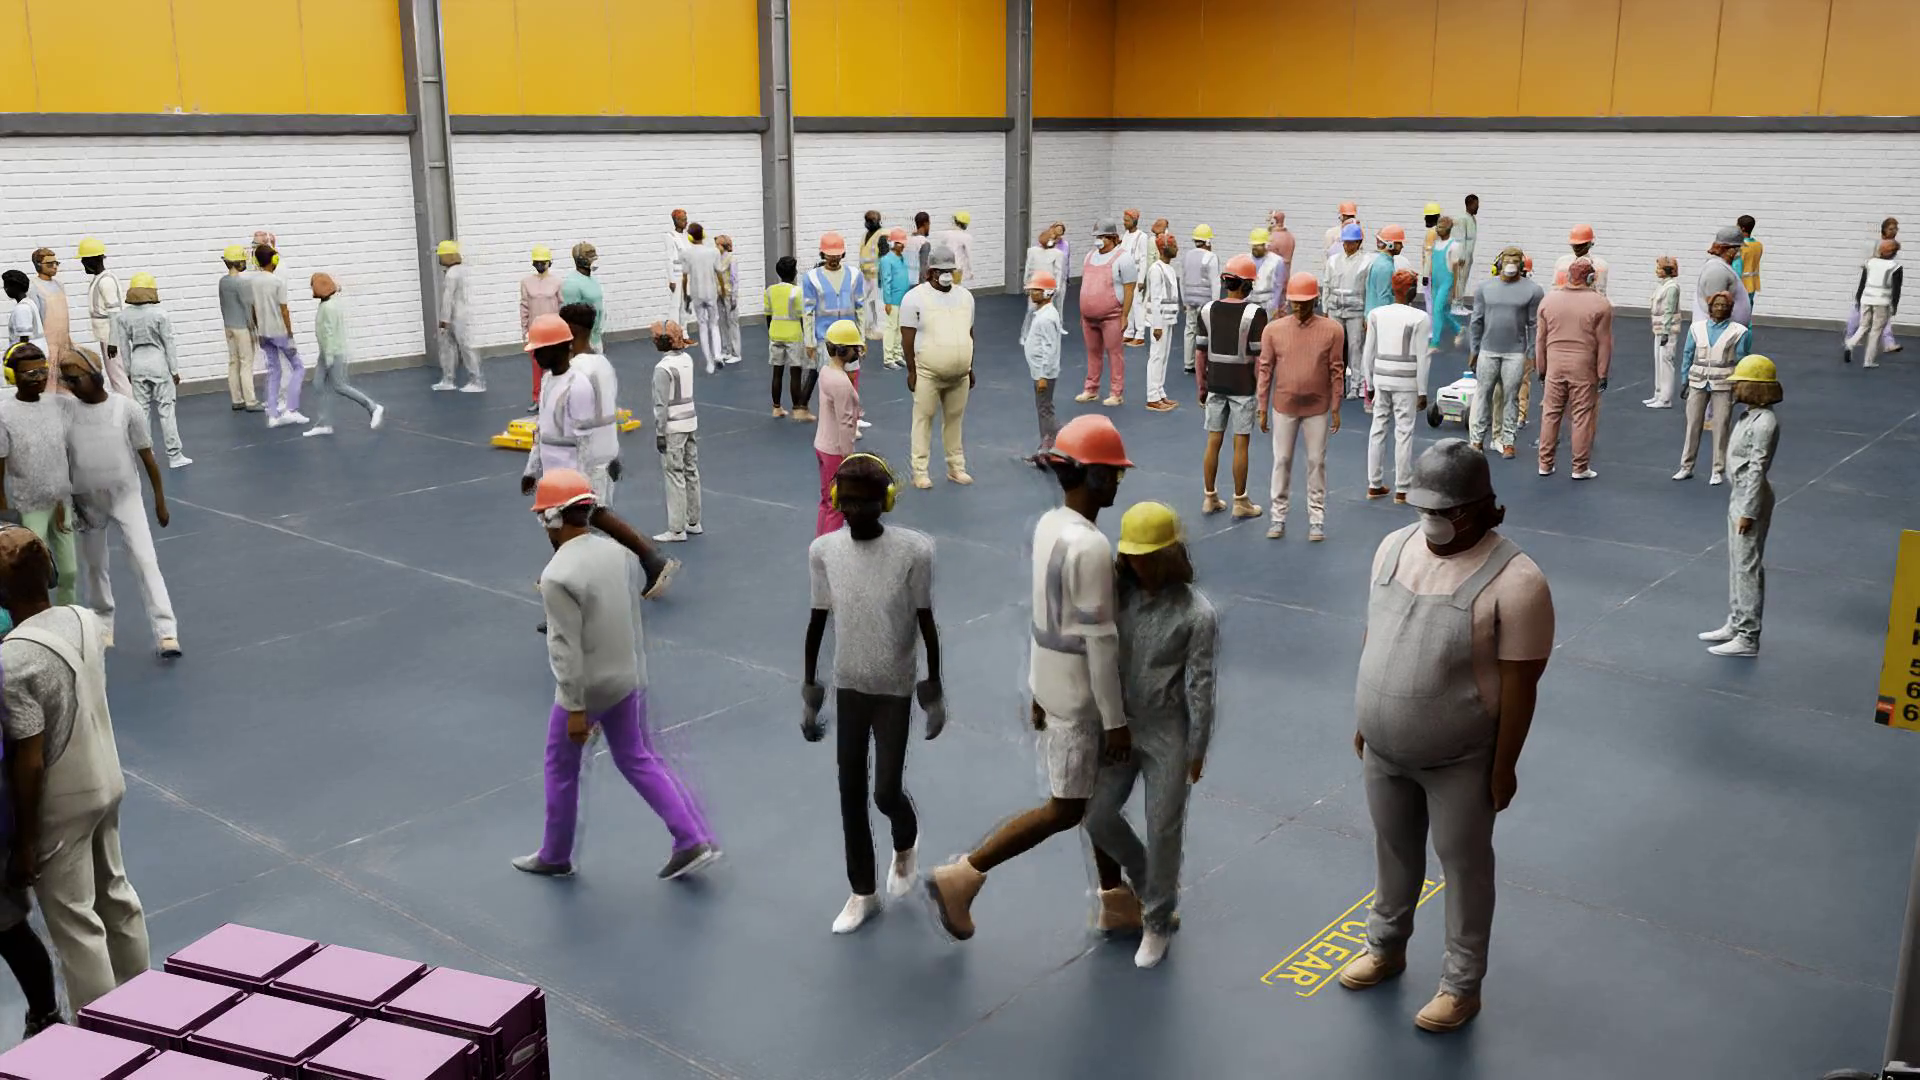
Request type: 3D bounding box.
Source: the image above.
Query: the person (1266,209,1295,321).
[{"bbox_3d":[4.203,-3.456,22.260,0.403,1.904,0.651,10,17,36],"label":"person"}]

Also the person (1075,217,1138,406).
[{"bbox_3d":[1.545,-2.485,18.102,0.688,2.000,0.539,13,19,42],"label":"person"}]

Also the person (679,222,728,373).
[{"bbox_3d":[-3.161,-2.981,20.500,0.570,1.837,0.433,-4,15,-15],"label":"person"}]

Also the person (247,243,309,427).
[{"bbox_3d":[-6.869,-2.068,16.838,0.575,1.841,0.521,6,15,23],"label":"person"}]

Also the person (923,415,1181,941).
[{"bbox_3d":[0.349,0.545,6.075,0.911,2.008,0.624,-1,14,-5],"label":"person"}]

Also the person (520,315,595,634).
[{"bbox_3d":[-2.356,-0.408,10.074,0.553,1.917,0.562,-9,17,-32],"label":"person"}]

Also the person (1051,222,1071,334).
[{"bbox_3d":[1.395,-3.785,24.118,0.523,1.636,0.311,-11,18,-36],"label":"person"}]

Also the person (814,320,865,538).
[{"bbox_3d":[-0.795,-0.591,11.112,0.340,1.757,0.518,-5,15,-19],"label":"person"}]

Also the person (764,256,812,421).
[{"bbox_3d":[-1.774,-2.077,17.168,0.538,1.698,0.317,8,16,30],"label":"person"}]

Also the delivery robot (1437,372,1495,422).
[{"bbox_3d":[5.135,-1.456,16.816,0.707,0.478,0.477,-14,19,-43],"label":"delivery robot"}]

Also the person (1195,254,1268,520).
[{"bbox_3d":[2.127,-1.185,12.906,0.615,2.041,0.392,11,18,38],"label":"person"}]

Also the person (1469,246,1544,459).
[{"bbox_3d":[4.974,-1.714,15.232,0.627,1.940,0.372,6,15,23],"label":"person"}]

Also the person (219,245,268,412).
[{"bbox_3d":[-7.644,-2.243,17.693,0.523,1.769,0.314,10,17,35],"label":"person"}]

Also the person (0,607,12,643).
[{"bbox_3d":[-5.983,-0.151,9.441,0.958,1.707,0.536,-11,18,-38],"label":"person"}]

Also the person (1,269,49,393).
[{"bbox_3d":[-8.784,-1.707,15.714,0.320,1.685,0.542,-6,15,-22],"label":"person"}]

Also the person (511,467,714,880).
[{"bbox_3d":[-1.404,0.555,6.650,0.833,1.703,0.586,5,15,18],"label":"person"}]

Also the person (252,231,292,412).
[{"bbox_3d":[-7.354,-2.327,17.736,0.408,1.913,0.644,-7,15,-25],"label":"person"}]

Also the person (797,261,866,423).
[{"bbox_3d":[-1.368,-2.026,17.053,0.539,1.658,0.787,13,19,42],"label":"person"}]

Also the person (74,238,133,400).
[{"bbox_3d":[-8.460,-2.020,16.482,0.383,1.922,0.593,-9,17,-33],"label":"person"}]

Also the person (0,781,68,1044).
[{"bbox_3d":[-3.069,0.881,4.890,0.616,1.909,0.953,2,14,9],"label":"person"}]

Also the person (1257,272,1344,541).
[{"bbox_3d":[2.489,-0.973,12.197,0.624,1.981,0.414,3,14,12],"label":"person"}]

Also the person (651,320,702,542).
[{"bbox_3d":[-2.085,-0.798,12.196,0.313,1.634,0.515,4,15,15],"label":"person"}]

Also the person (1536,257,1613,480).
[{"bbox_3d":[5.282,-1.470,14.320,0.644,1.908,0.408,11,18,38],"label":"person"}]

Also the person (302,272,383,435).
[{"bbox_3d":[-6.138,-1.835,16.391,0.721,1.612,0.508,-9,16,-31],"label":"person"}]

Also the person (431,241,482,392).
[{"bbox_3d":[-5.819,-2.528,18.915,0.710,1.715,0.504,-3,14,-11],"label":"person"}]

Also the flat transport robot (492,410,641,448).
[{"bbox_3d":[-3.814,-1.112,16.204,0.652,0.197,1.431,7,16,27],"label":"flat transport robot"}]

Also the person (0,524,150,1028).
[{"bbox_3d":[-2.804,0.848,5.189,0.350,1.843,0.506,1,14,2],"label":"person"}]

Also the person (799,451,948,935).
[{"bbox_3d":[-0.316,0.566,6.274,0.539,1.855,0.433,6,15,21],"label":"person"}]

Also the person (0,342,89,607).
[{"bbox_3d":[-5.083,-0.175,9.240,0.338,1.864,0.517,6,15,23],"label":"person"}]

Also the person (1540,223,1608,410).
[{"bbox_3d":[6.575,-2.384,17.803,0.390,1.990,0.609,-13,19,-43],"label":"person"}]

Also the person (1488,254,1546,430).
[{"bbox_3d":[5.559,-1.986,16.684,0.322,1.756,0.563,-12,19,-40],"label":"person"}]

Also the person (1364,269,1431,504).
[{"bbox_3d":[3.529,-1.237,13.440,0.362,1.882,0.576,-12,19,-40],"label":"person"}]

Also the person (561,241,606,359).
[{"bbox_3d":[-3.535,-1.850,15.773,0.371,1.941,0.627,2,14,7],"label":"person"}]

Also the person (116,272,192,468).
[{"bbox_3d":[-7.191,-1.505,14.811,0.484,1.735,0.311,0,14,-1],"label":"person"}]

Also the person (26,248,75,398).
[{"bbox_3d":[-8.837,-1.917,16.232,0.345,1.846,0.508,1,14,6],"label":"person"}]

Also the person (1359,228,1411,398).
[{"bbox_3d":[4.685,-2.509,18.478,0.651,1.904,0.409,7,16,26],"label":"person"}]
